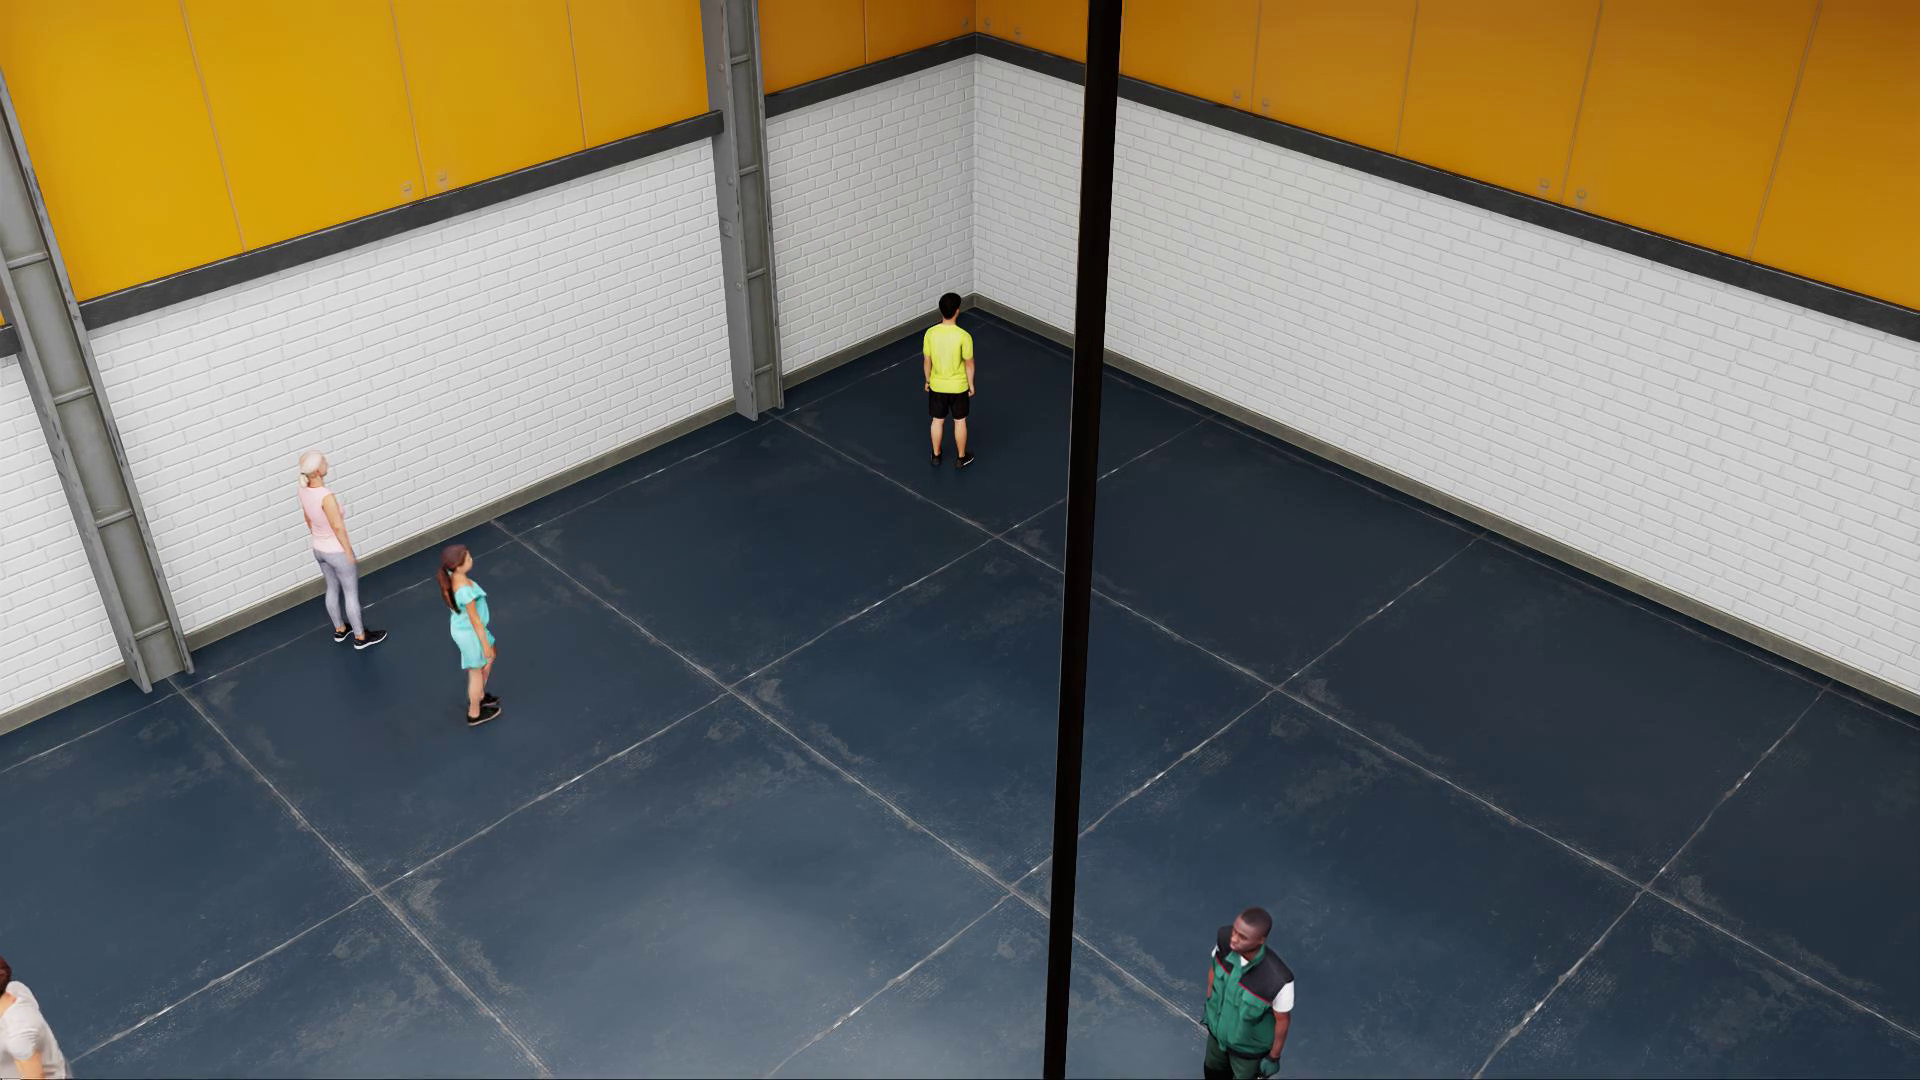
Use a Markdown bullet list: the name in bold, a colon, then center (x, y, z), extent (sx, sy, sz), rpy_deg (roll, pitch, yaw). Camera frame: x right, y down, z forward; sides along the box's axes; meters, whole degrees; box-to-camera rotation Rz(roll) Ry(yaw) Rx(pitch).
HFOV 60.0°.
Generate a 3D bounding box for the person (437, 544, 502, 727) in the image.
- **person**: center (-3.624, 0.713, 12.089), extent (0.599, 1.545, 0.575), rpy_deg (-24, 41, -32)

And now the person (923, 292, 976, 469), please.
- **person**: center (-0.101, -1.453, 15.201), extent (0.696, 1.708, 0.689), rpy_deg (8, 35, 12)

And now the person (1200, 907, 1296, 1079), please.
- **person**: center (1.515, 2.637, 8.930), extent (0.620, 1.838, 0.710), rpy_deg (-23, 40, -31)

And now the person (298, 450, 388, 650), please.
- **person**: center (-4.870, 0.071, 12.892), extent (0.598, 1.726, 0.571), rpy_deg (21, 39, 28)
